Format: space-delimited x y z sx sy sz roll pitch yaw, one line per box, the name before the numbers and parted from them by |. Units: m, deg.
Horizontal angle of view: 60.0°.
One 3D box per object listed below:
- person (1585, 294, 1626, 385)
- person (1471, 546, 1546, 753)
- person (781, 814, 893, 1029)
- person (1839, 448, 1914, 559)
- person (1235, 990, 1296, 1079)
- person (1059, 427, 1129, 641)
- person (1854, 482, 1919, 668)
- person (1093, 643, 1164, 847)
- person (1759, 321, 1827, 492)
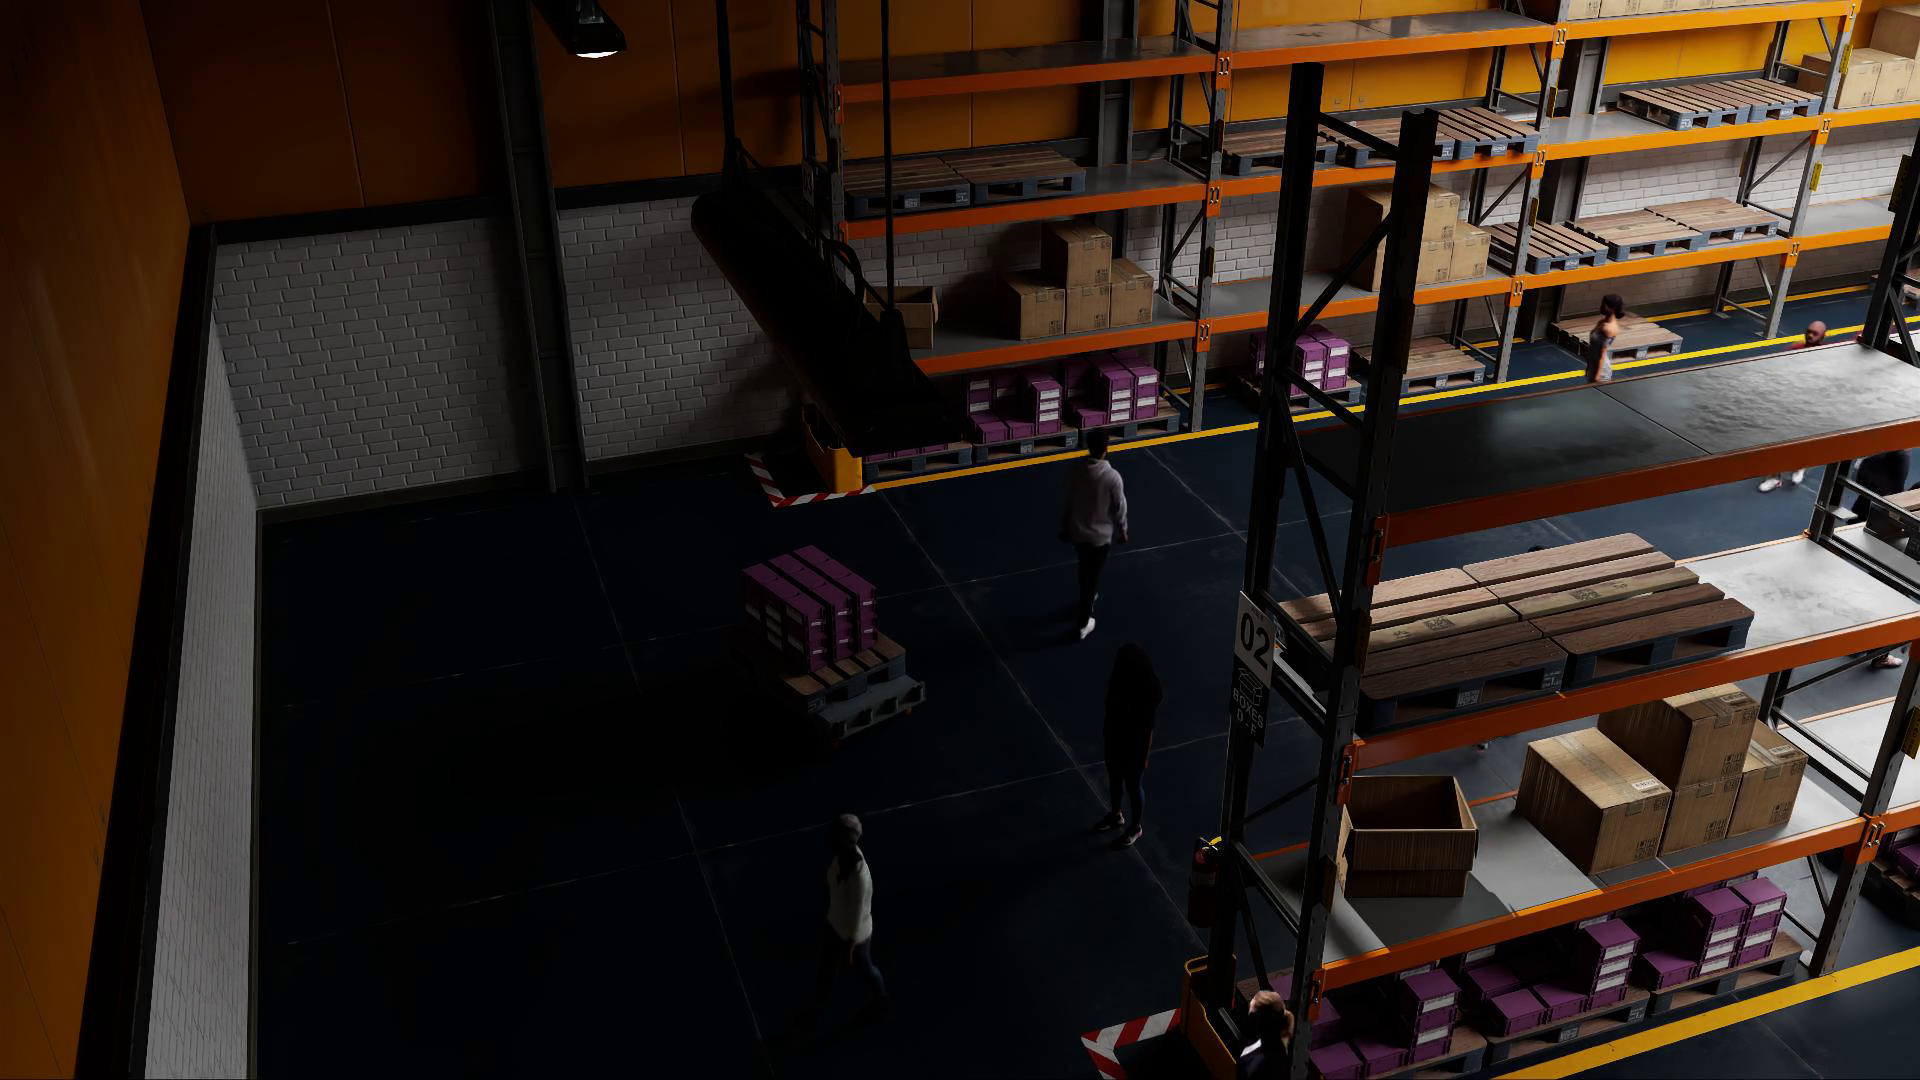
person | 6.687 -1.719 17.398 0.688 1.817 0.665 6 29 11
person | 4.411 0.793 12.927 1.180 1.691 0.832 -21 35 -33
person | -0.607 2.339 10.165 0.932 1.621 0.622 -11 31 -19
person | 8.601 -0.499 15.428 1.138 1.563 1.014 7 29 13
person | 1.649 3.121 8.688 1.100 1.662 1.027 10 30 18
person | 1.085 -0.020 14.194 1.041 1.903 1.102 13 31 22
person | 7.840 0.257 13.921 0.614 1.679 0.679 -9 30 -16
person | 1.191 1.439 11.820 0.703 1.616 0.685 -23 36 -35
person | 8.466 -1.370 16.766 0.897 1.812 0.811 -22 36 -35
